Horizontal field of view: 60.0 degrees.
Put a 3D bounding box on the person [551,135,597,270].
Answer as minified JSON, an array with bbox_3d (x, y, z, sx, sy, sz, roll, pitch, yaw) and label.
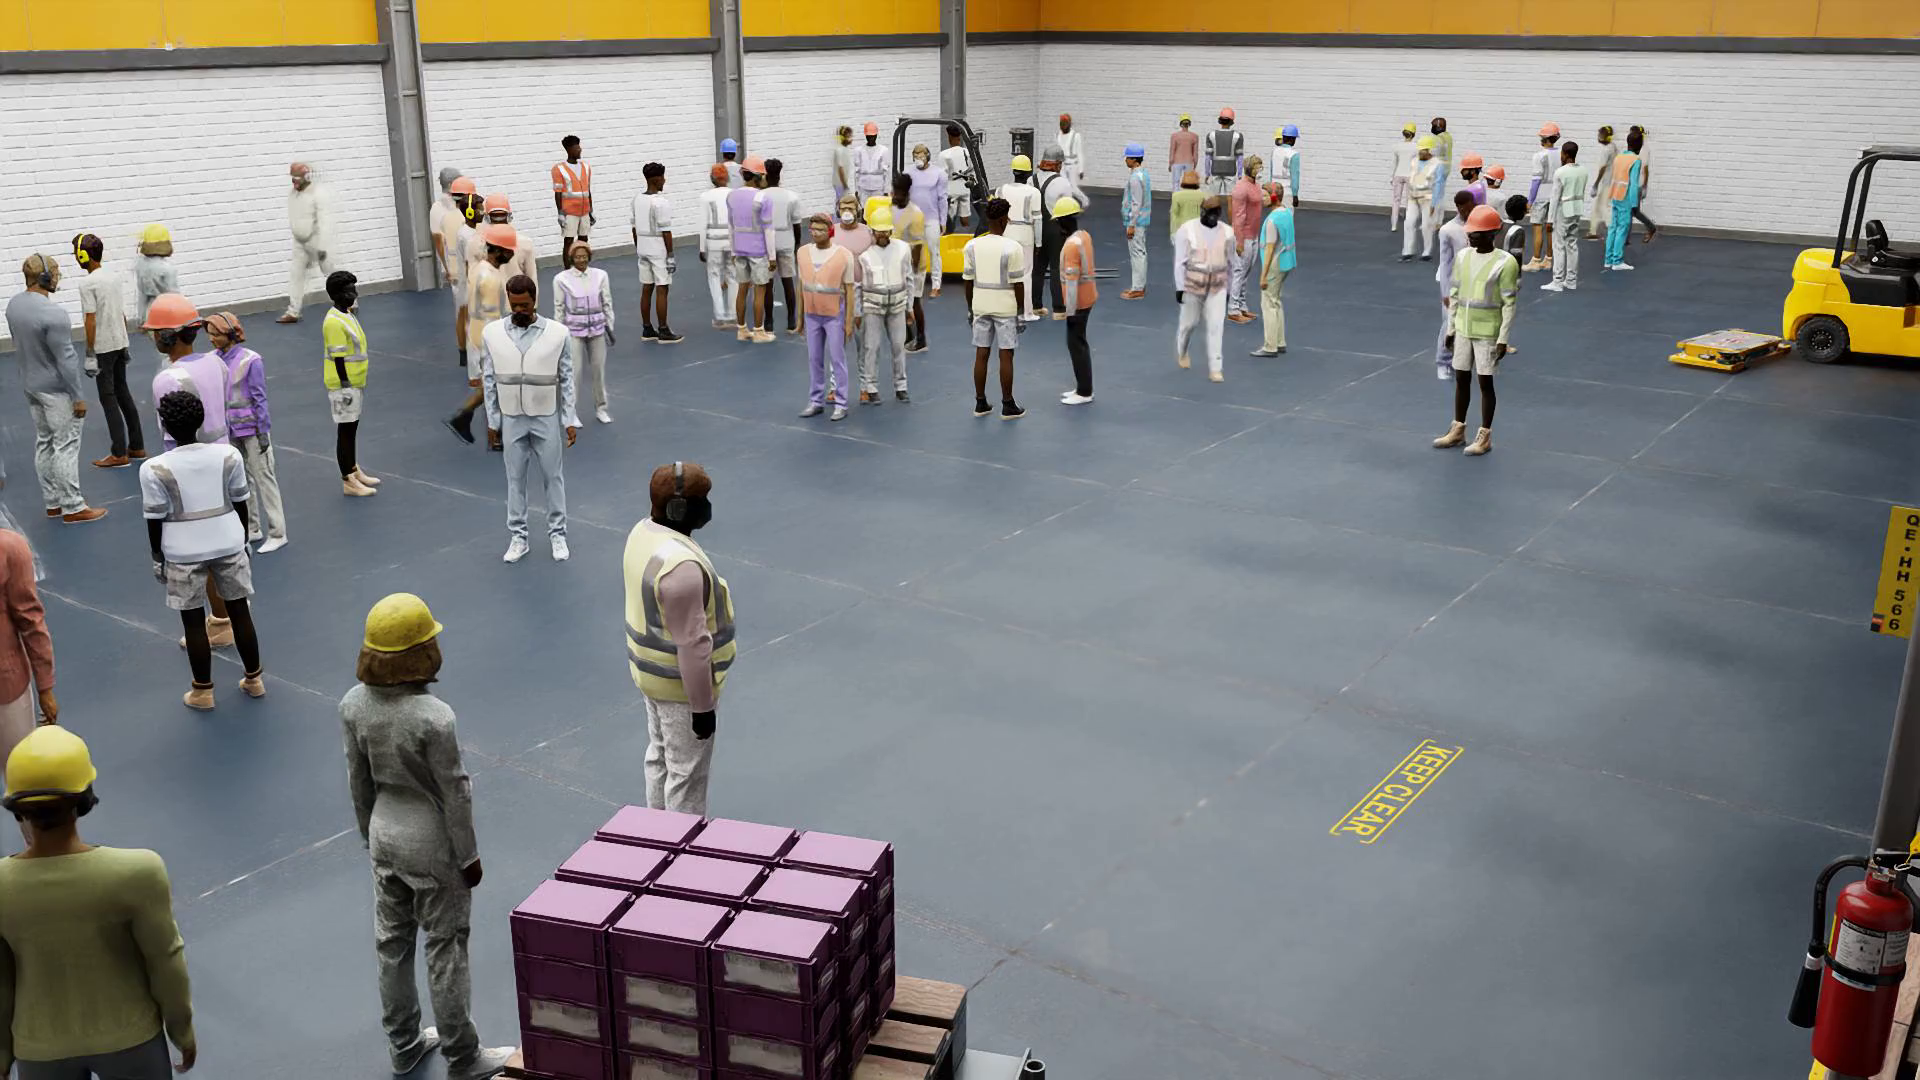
[{"bbox_3d":[-5.082,-4.352,21.988,0.365,1.966,0.608,14,22,36],"label":"person"}]

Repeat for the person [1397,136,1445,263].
[{"bbox_3d":[6.612,-4.872,23.872,0.620,1.800,0.609,-13,22,-35],"label":"person"}]

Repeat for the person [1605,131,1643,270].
[{"bbox_3d":[9.335,-4.767,23.385,0.397,1.911,0.587,-2,18,-6],"label":"person"}]

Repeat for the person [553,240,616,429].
[{"bbox_3d":[-3.284,-1.804,14.570,0.523,1.629,0.325,-12,21,-32],"label":"person"}]

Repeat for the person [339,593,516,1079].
[{"bbox_3d":[-1.803,1.009,5.580,0.483,1.745,0.301,8,20,24],"label":"person"}]

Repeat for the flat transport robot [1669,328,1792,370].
[{"bbox_3d":[8.065,-2.000,17.373,1.431,0.197,0.652,-15,23,-39],"label":"flat transport robot"}]

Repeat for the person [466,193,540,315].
[{"bbox_3d":[-4.090,-2.108,14.949,0.607,1.986,0.398,-7,19,-21],"label":"person"}]

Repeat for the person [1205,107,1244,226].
[{"bbox_3d":[4.232,-5.890,26.680,0.616,2.041,0.381,4,18,13],"label":"person"}]

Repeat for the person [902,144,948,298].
[{"bbox_3d":[-0.458,-4.040,21.084,0.636,1.929,0.381,5,18,14],"label":"person"}]

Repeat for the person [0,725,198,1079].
[{"bbox_3d":[-2.358,1.338,4.522,0.527,1.765,0.328,-4,18,-13],"label":"person"}]

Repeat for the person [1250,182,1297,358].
[{"bbox_3d":[3.318,-2.829,17.446,0.389,1.830,0.584,9,20,26],"label":"person"}]

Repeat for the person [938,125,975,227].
[{"bbox_3d":[-0.062,-5.016,24.069,0.612,1.962,0.363,-11,21,-31],"label":"person"}]

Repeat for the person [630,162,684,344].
[{"bbox_3d":[-3.333,-3.141,18.201,0.611,1.964,0.364,15,23,40],"label":"person"}]

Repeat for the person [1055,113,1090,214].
[{"bbox_3d":[1.957,-6.456,28.784,0.587,1.850,0.768,15,23,38],"label":"person"}]

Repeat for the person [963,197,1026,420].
[{"bbox_3d":[0.321,-2.054,14.800,0.604,1.966,0.367,10,20,28],"label":"person"}]

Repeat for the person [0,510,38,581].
[{"bbox_3d":[-6.171,-0.427,10.156,0.505,1.692,0.894,15,23,38],"label":"person"}]

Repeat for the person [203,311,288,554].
[{"bbox_3d":[-4.832,-0.728,11.201,0.523,1.631,0.313,8,19,23],"label":"person"}]

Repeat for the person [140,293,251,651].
[{"bbox_3d":[-4.330,-0.374,9.423,0.379,2.044,0.607,1,18,3],"label":"person"}]

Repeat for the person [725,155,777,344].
[{"bbox_3d":[-2.248,-3.155,18.147,0.611,2.032,0.411,11,21,31],"label":"person"}]

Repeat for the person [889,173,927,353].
[{"bbox_3d":[-0.550,-2.903,17.524,0.537,1.920,0.642,-13,22,-34],"label":"person"}]

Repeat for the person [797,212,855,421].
[{"bbox_3d":[-1.191,-1.986,14.790,0.566,1.841,0.377,8,19,24],"label":"person"}]

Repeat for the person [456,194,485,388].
[{"bbox_3d":[-4.681,-2.401,16.066,0.324,1.861,0.510,-6,19,-17],"label":"person"}]

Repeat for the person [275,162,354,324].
[{"bbox_3d":[-7.604,-3.487,19.489,0.652,1.846,1.010,9,20,26],"label":"person"}]

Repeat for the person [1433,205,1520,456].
[{"bbox_3d":[4.214,-1.706,13.590,0.392,2.040,0.611,-11,21,-32],"label":"person"}]

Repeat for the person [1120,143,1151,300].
[{"bbox_3d":[2.201,-4.003,20.926,0.405,1.946,0.612,5,18,15],"label":"person"}]

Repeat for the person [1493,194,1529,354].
[{"bbox_3d":[5.786,-2.810,17.626,0.320,1.686,0.538,-4,18,-11],"label":"person"}]

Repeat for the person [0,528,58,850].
[{"bbox_3d":[-3.869,0.600,6.482,0.623,1.982,0.413,-7,19,-22],"label":"person"}]

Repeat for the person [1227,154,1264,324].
[{"bbox_3d":[3.335,-3.507,19.390,0.353,1.937,0.635,9,20,25],"label":"person"}]

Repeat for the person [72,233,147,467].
[{"bbox_3d":[-6.822,-1.510,13.287,0.332,1.857,0.527,1,18,4],"label":"person"}]

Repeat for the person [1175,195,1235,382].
[{"bbox_3d":[2.415,-2.516,16.499,0.627,1.809,0.808,-2,18,-6],"label":"person"}]

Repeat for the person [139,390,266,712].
[{"bbox_3d":[-3.939,0.056,8.659,0.539,1.693,0.321,-16,24,-40],"label":"person"}]
